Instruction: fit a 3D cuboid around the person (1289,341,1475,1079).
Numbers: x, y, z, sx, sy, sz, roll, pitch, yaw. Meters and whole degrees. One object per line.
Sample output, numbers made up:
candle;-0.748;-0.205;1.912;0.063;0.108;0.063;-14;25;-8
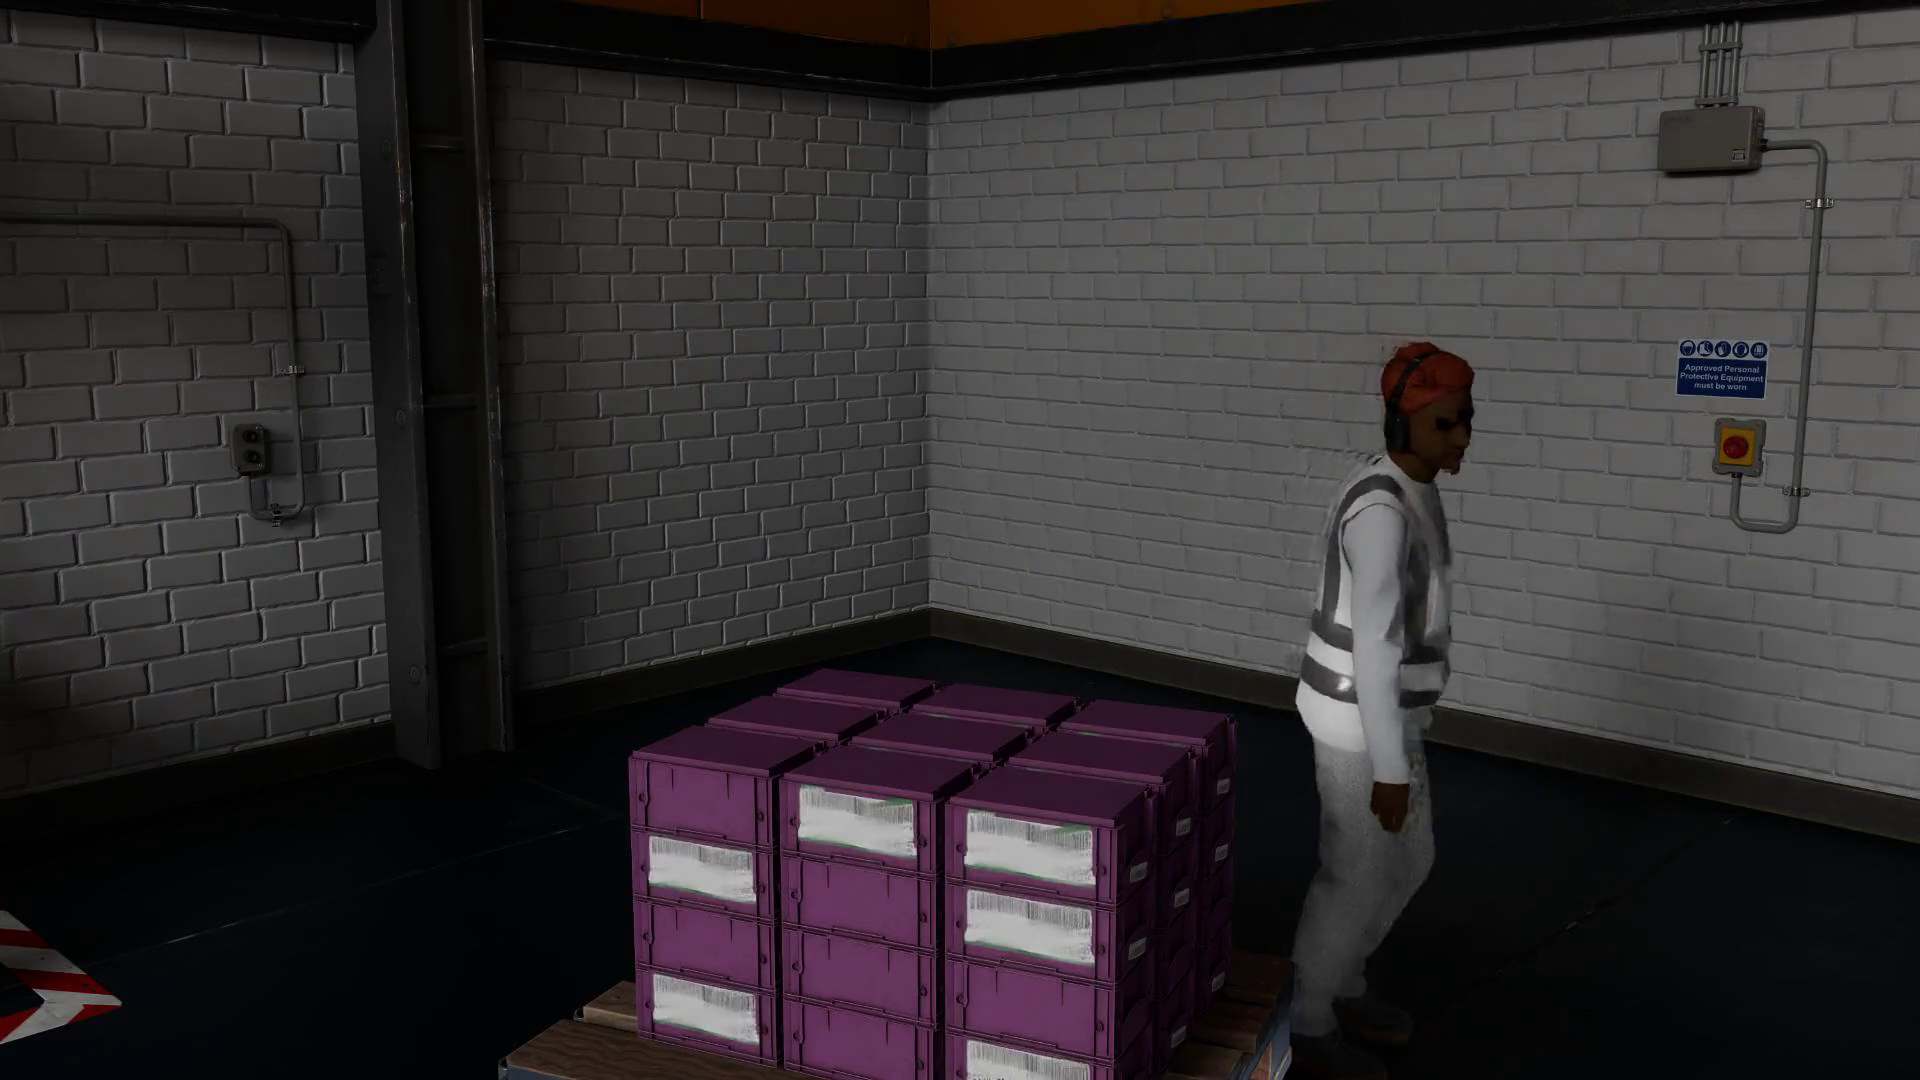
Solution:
person;0.989;0.445;4.042;0.481;1.855;0.598;5;10;27
